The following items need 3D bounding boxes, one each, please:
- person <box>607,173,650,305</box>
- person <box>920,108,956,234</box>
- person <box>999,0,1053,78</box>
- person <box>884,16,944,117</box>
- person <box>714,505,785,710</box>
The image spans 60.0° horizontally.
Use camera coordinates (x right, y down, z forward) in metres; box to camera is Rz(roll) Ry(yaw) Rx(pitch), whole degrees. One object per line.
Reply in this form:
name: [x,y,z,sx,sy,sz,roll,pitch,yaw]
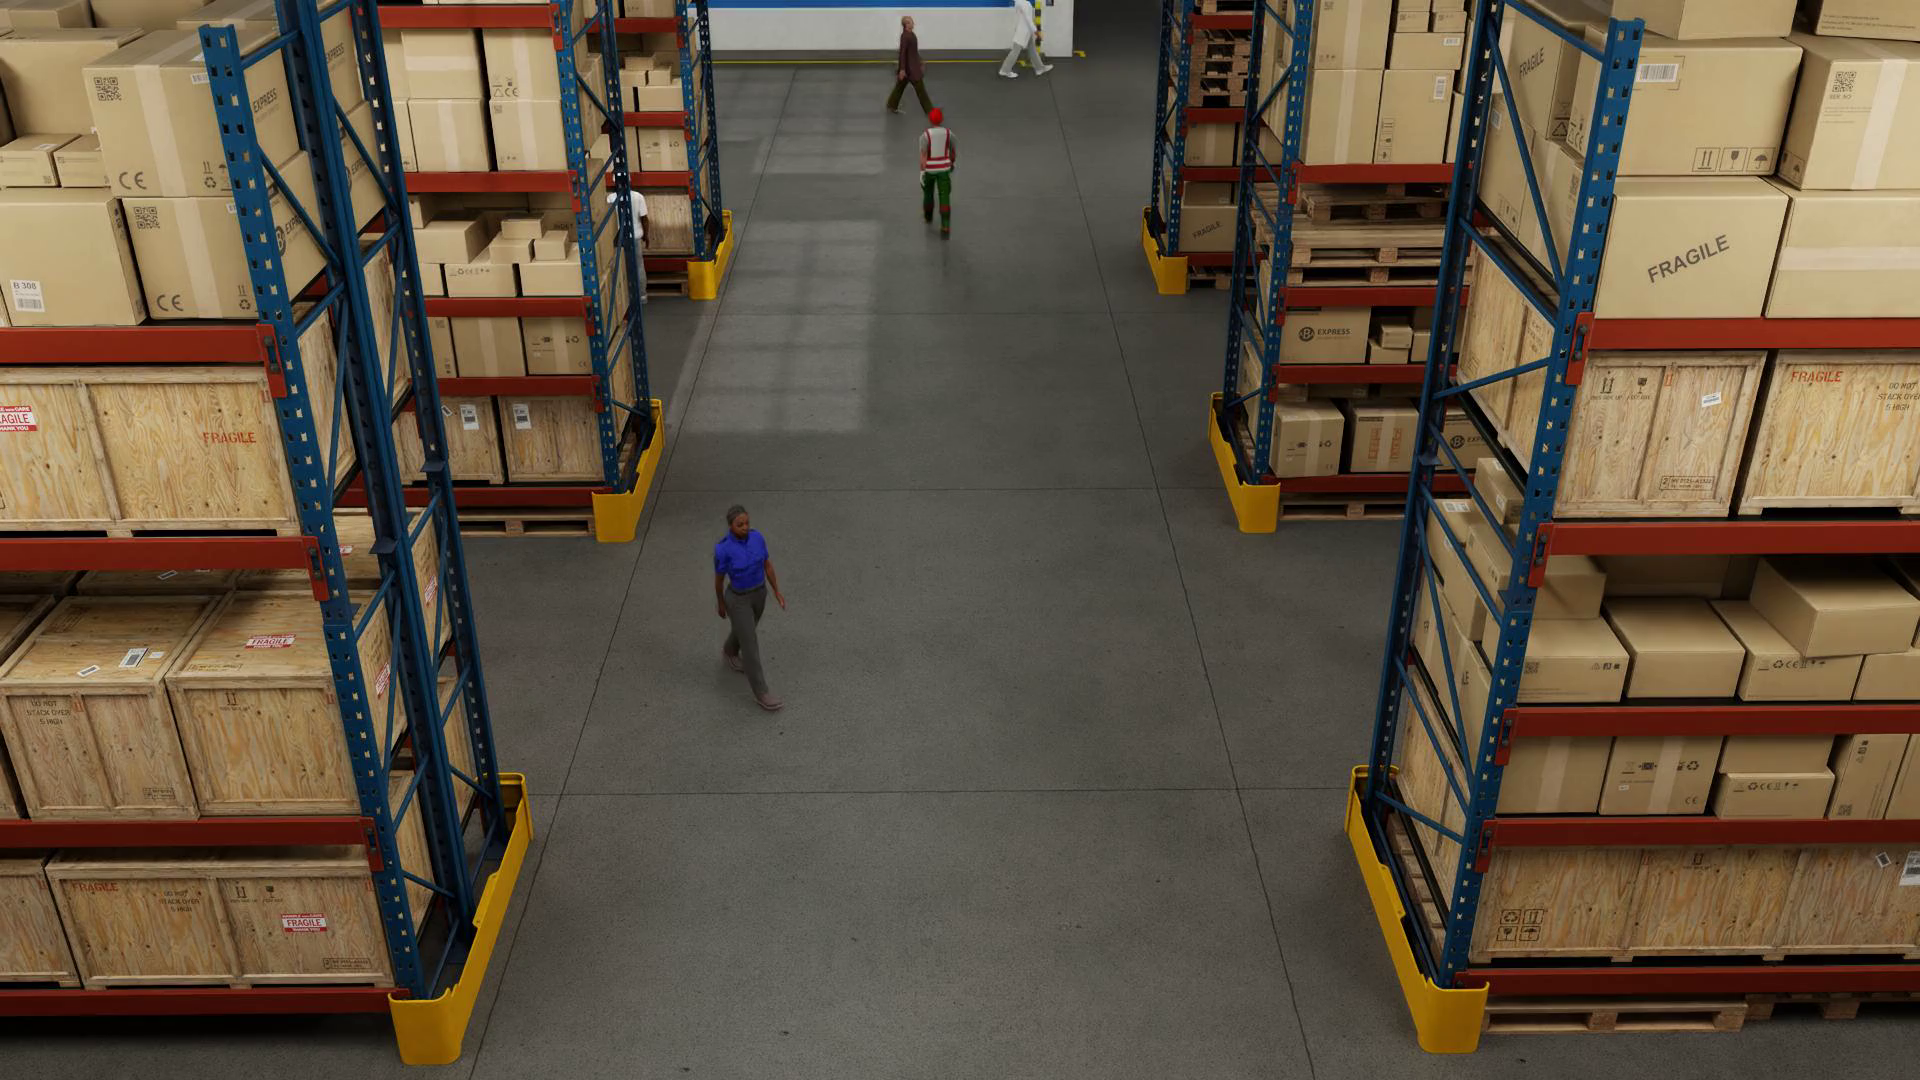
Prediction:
person: [-4.227,-3.829,21.026,0.564,1.771,0.392,-14,31,-24]
person: [-0.322,-5.309,23.777,0.555,1.752,1.055,-4,29,-8]
person: [1.300,-9.890,32.308,1.107,1.740,0.625,-4,28,-7]
person: [-0.831,-8.436,29.589,1.072,1.745,0.633,-1,28,-2]
person: [-1.677,0.457,13.181,0.461,1.621,0.959,-24,37,-38]
